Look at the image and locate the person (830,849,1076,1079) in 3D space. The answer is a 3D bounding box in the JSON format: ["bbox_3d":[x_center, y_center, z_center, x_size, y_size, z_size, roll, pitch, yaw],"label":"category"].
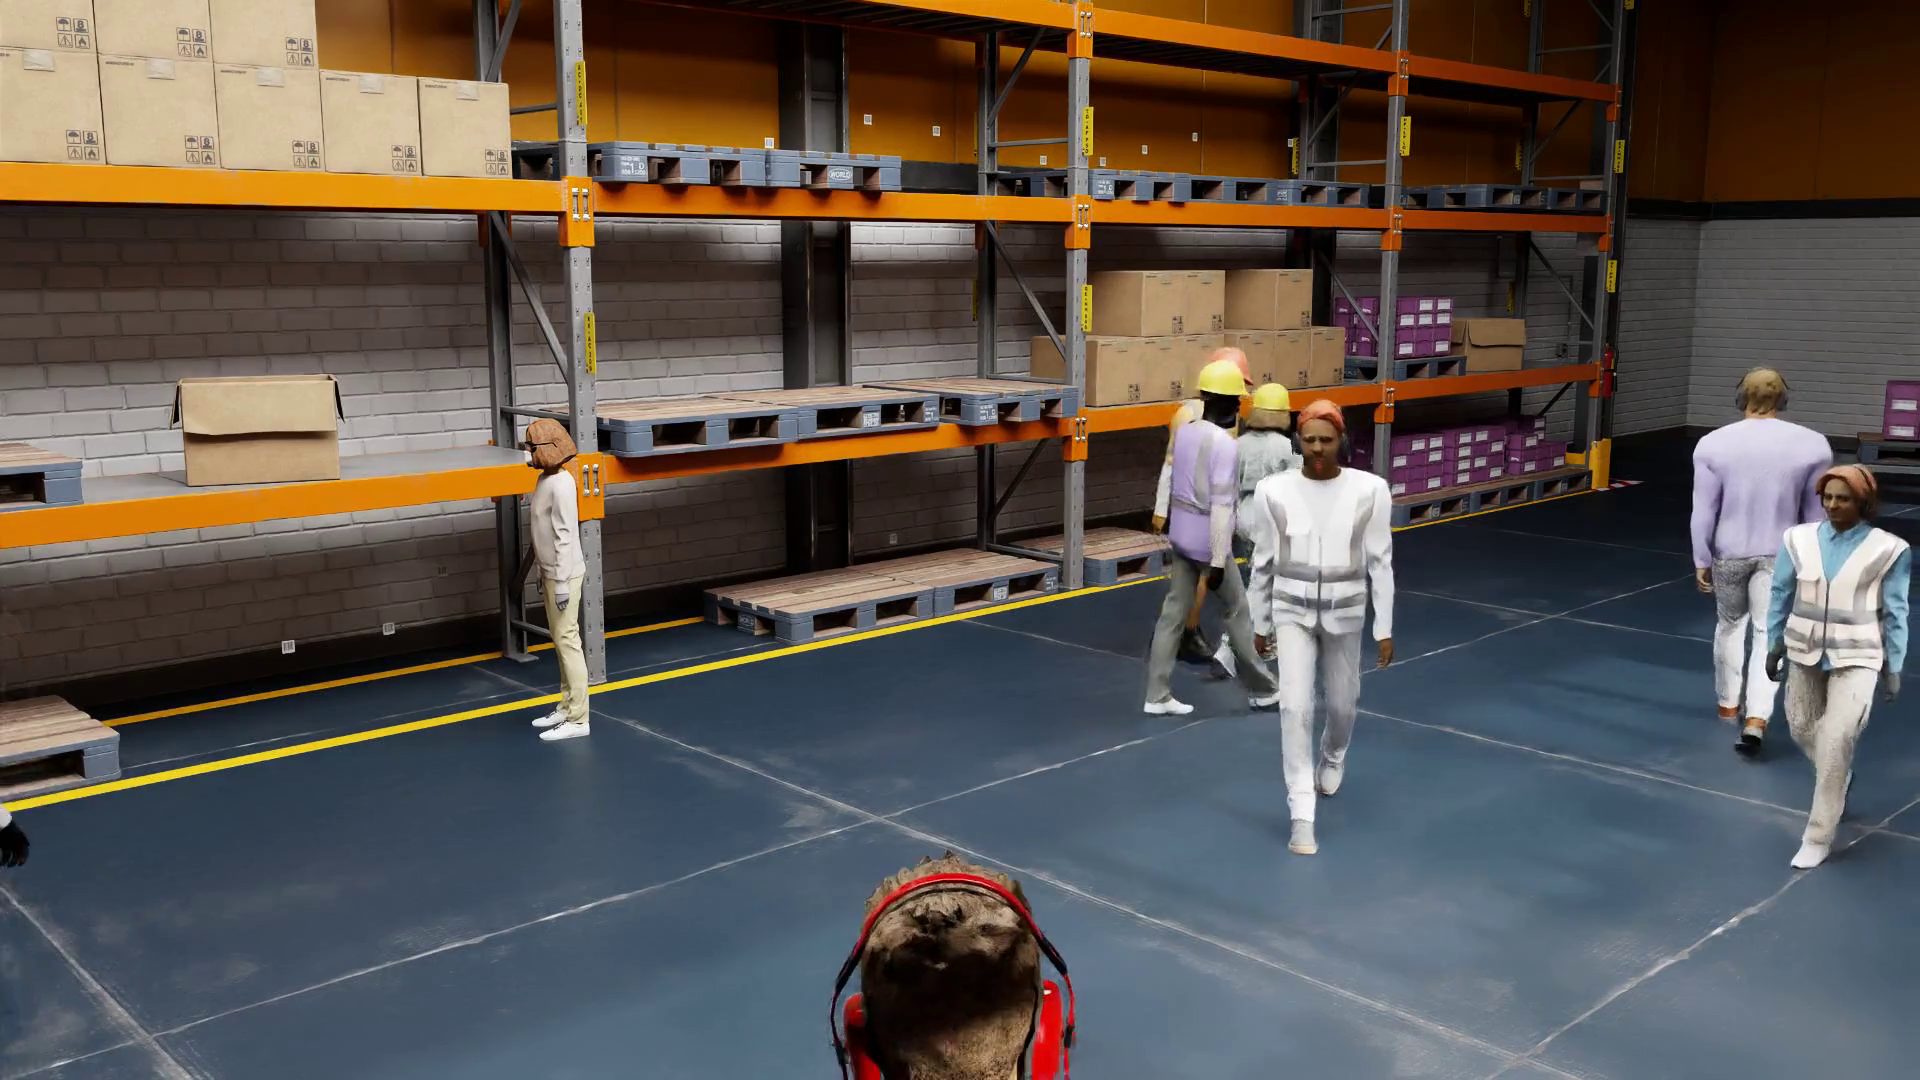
[{"bbox_3d":[0.008,1.233,1.738,0.593,1.826,0.443,1,10,4],"label":"person"}]

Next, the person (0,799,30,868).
[{"bbox_3d":[-2.681,0.817,4.254,0.927,1.802,0.642,-1,10,-5],"label":"person"}]

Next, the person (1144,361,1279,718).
[{"bbox_3d":[1.379,0.001,8.781,0.951,1.879,0.616,-4,10,-21],"label":"person"}]

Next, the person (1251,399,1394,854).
[{"bbox_3d":[1.526,0.317,7.042,0.591,1.857,0.856,2,10,12],"label":"person"}]

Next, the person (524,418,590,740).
[{"bbox_3d":[-2.040,0.194,8.418,0.277,1.629,0.497,-4,10,-22],"label":"person"}]

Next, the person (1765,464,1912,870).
[{"bbox_3d":[3.584,0.481,6.785,0.738,1.615,0.525,-8,13,-41],"label":"person"}]

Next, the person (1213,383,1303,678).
[{"bbox_3d":[1.735,-0.066,9.718,0.480,1.703,0.876,9,13,43],"label":"person"}]

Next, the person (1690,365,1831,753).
[{"bbox_3d":[3.974,0.081,8.317,0.630,1.901,1.000,5,11,26],"label":"person"}]

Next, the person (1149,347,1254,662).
[{"bbox_3d":[1.438,-0.210,9.992,0.711,1.887,0.559,7,12,37],"label":"person"}]
